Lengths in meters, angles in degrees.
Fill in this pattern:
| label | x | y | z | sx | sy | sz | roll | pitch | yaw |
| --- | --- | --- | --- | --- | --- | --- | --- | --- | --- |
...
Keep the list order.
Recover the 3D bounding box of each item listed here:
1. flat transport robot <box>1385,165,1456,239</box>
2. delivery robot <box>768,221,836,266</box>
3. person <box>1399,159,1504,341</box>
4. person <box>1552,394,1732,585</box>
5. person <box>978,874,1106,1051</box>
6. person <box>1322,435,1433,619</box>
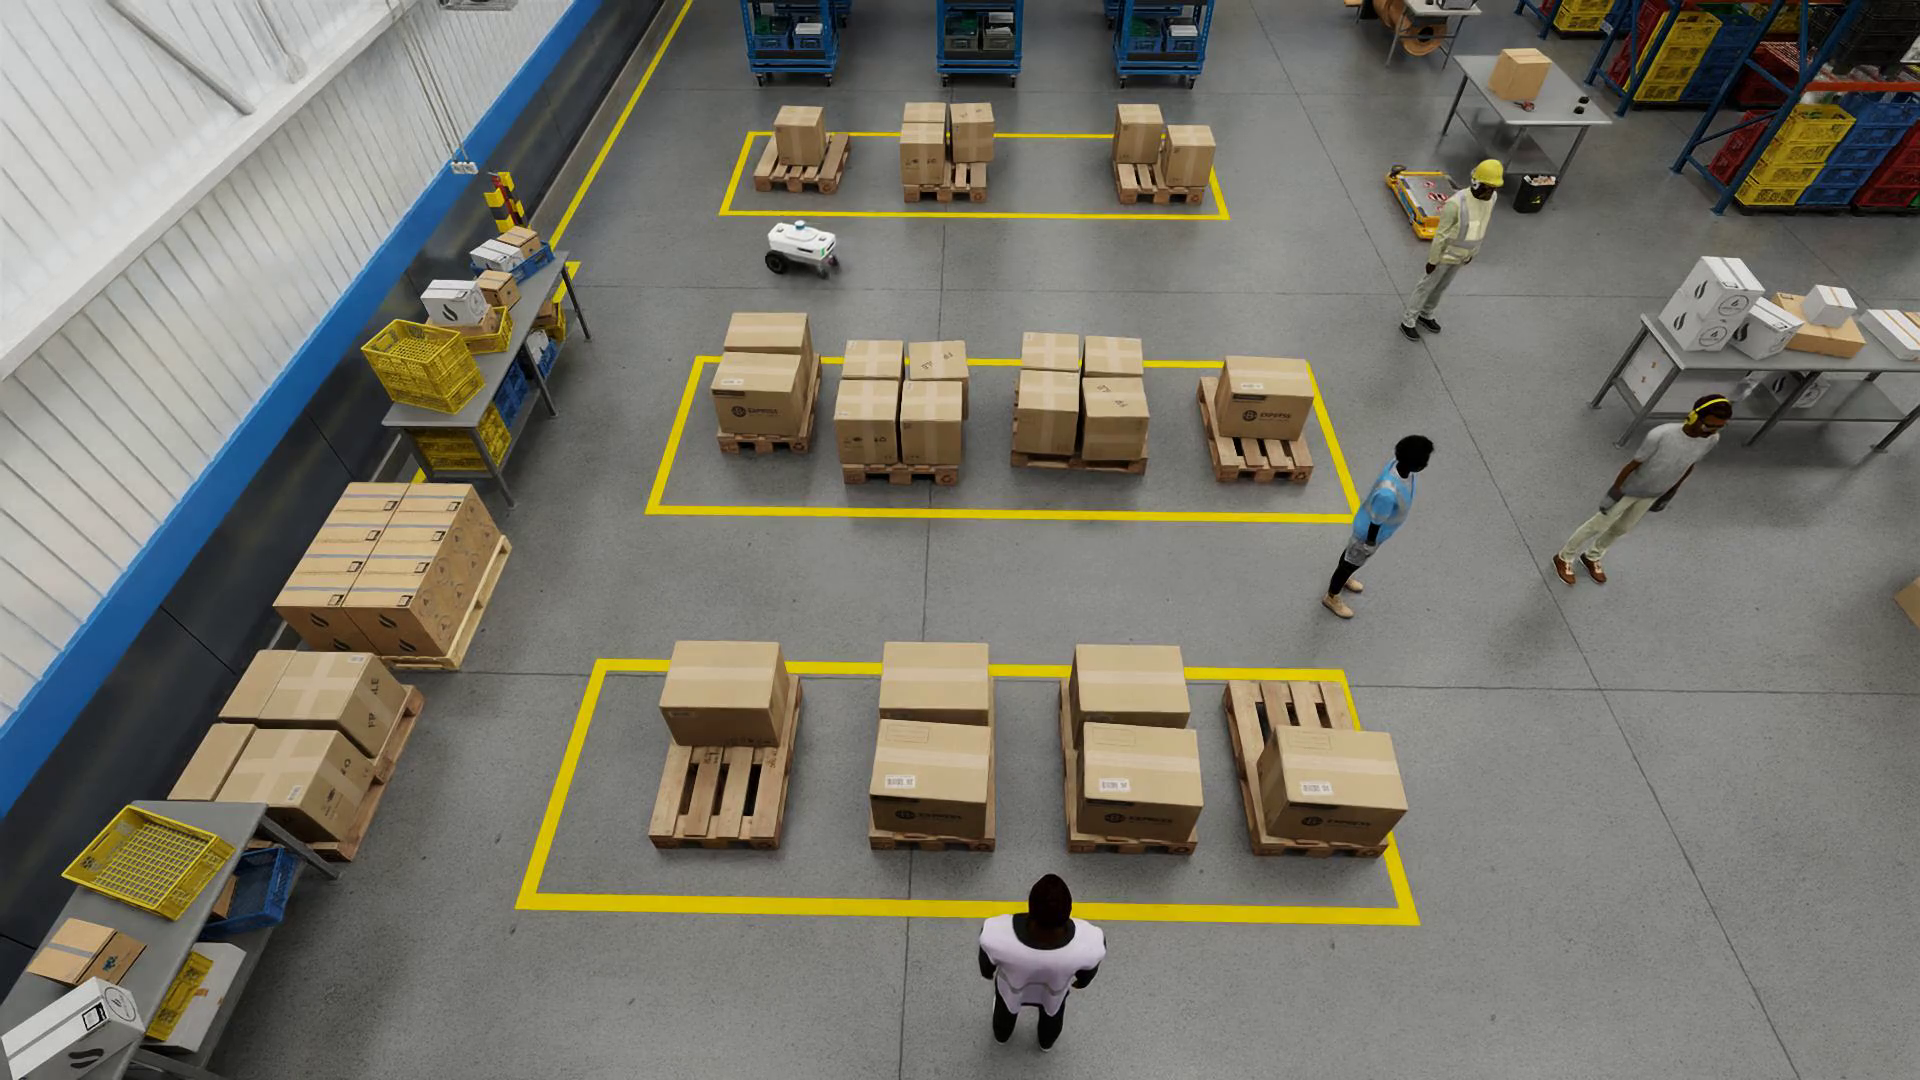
| label | x | y | z | sx | sy | sz | roll | pitch | yaw |
| --- | --- | --- | --- | --- | --- | --- | --- | --- | --- |
| flat transport robot | 5.692 | -4.094 | 11.059 | 0.652 | 0.197 | 1.431 | 1 | 49 | 1 |
| delivery robot | -1.738 | -3.279 | 10.107 | 0.707 | 0.478 | 0.477 | 16 | 51 | 13 |
| person | 4.796 | -2.803 | 8.913 | 0.590 | 1.837 | 0.404 | -22 | 53 | -18 |
| person | 5.028 | -0.344 | 6.773 | 0.503 | 1.862 | 0.328 | 1 | 49 | 1 |
| person | 0.378 | 2.168 | 4.566 | 0.584 | 1.911 | 0.392 | 2 | 49 | 1 |
| person | 3.026 | -0.106 | 6.669 | 0.318 | 1.699 | 0.535 | 25 | 54 | 20 |
